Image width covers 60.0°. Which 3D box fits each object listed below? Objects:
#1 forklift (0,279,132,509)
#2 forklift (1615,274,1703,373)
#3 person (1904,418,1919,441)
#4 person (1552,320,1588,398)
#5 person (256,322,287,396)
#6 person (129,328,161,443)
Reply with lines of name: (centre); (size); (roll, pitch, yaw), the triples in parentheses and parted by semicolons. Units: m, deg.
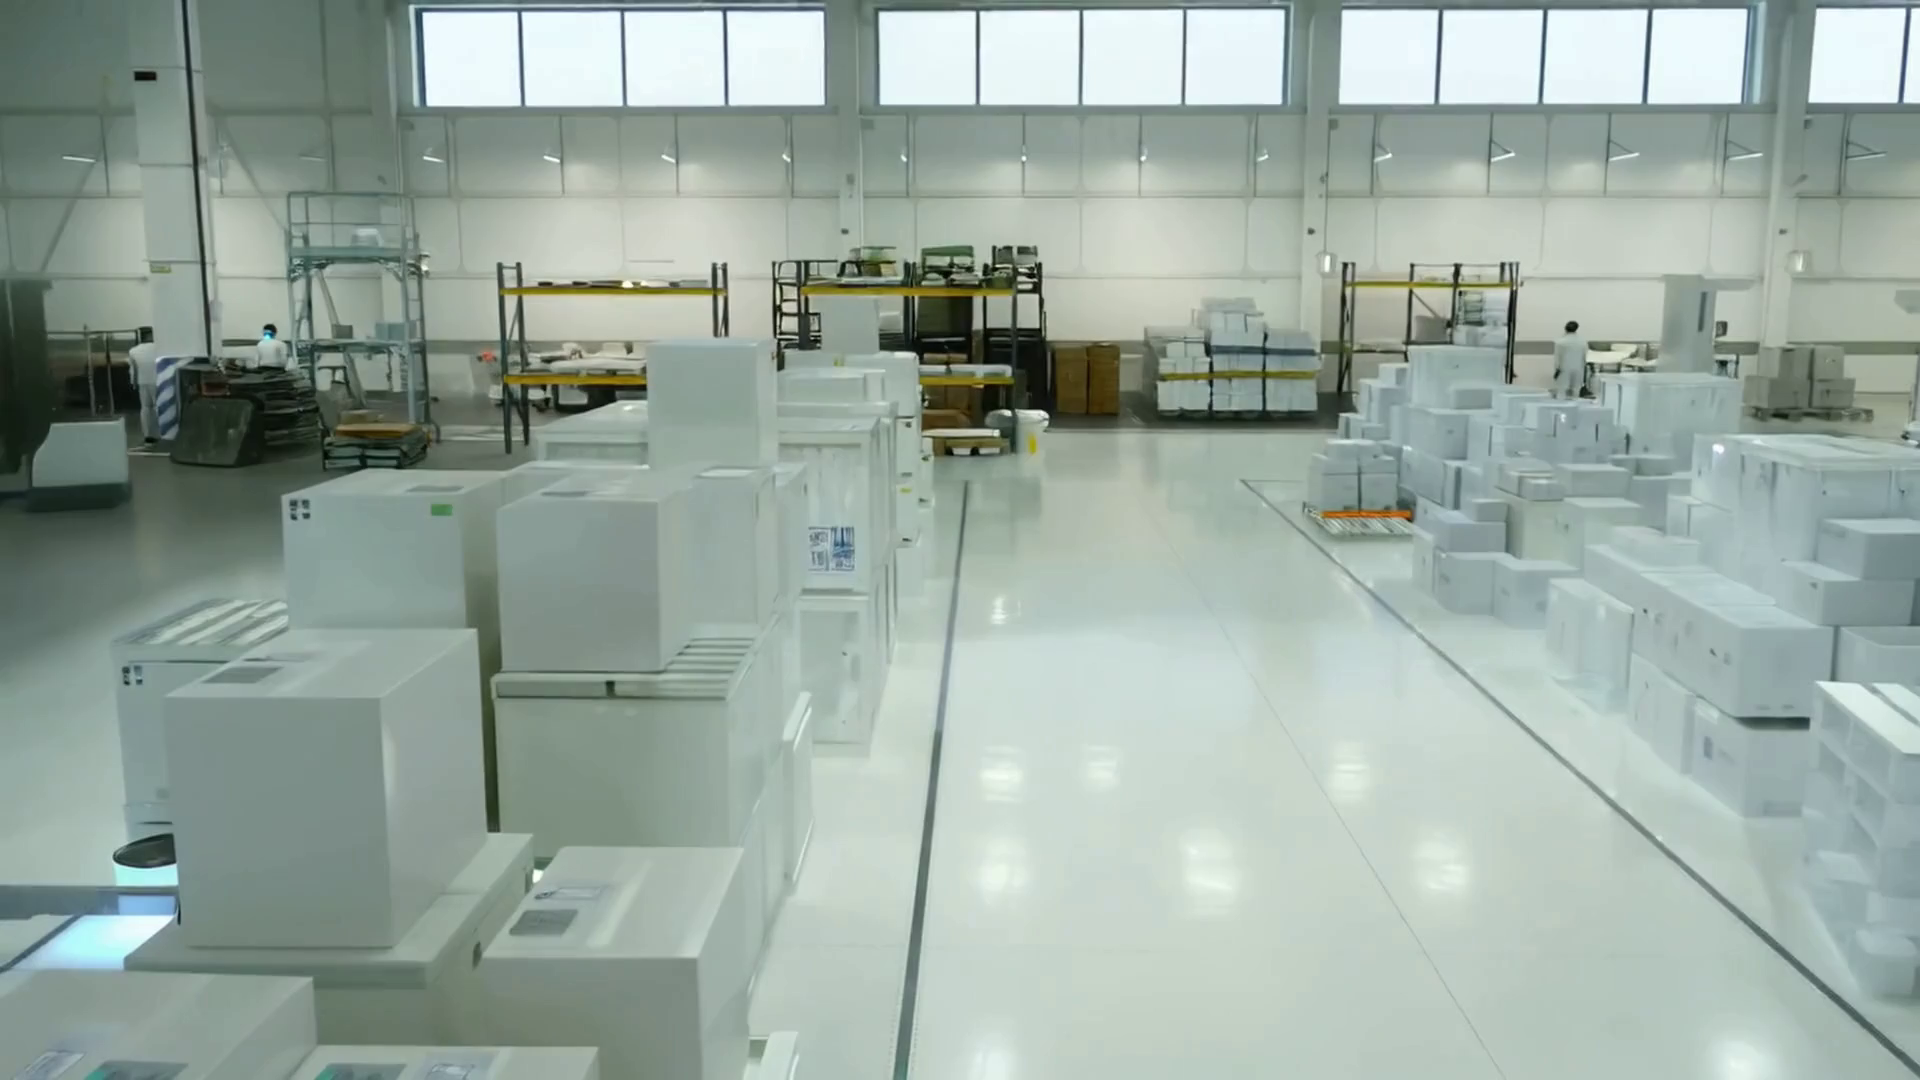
forklift: (-11.344, -1.808, 20.465); (1.873, 2.768, 1.129); (-5, 11, -25)
forklift: (12.612, -3.276, 29.256); (1.873, 2.768, 1.129); (0, 9, 1)
person: (8.871, -0.485, 15.186); (0.611, 1.996, 0.387); (1, 9, 3)
person: (11.626, -3.220, 31.740); (0.628, 1.940, 0.377); (1, 9, 3)
person: (-12.656, -3.037, 30.644); (0.544, 1.939, 0.372); (1, 9, 3)
person: (-13.651, -2.605, 28.064); (0.628, 1.936, 0.377); (1, 9, 3)
